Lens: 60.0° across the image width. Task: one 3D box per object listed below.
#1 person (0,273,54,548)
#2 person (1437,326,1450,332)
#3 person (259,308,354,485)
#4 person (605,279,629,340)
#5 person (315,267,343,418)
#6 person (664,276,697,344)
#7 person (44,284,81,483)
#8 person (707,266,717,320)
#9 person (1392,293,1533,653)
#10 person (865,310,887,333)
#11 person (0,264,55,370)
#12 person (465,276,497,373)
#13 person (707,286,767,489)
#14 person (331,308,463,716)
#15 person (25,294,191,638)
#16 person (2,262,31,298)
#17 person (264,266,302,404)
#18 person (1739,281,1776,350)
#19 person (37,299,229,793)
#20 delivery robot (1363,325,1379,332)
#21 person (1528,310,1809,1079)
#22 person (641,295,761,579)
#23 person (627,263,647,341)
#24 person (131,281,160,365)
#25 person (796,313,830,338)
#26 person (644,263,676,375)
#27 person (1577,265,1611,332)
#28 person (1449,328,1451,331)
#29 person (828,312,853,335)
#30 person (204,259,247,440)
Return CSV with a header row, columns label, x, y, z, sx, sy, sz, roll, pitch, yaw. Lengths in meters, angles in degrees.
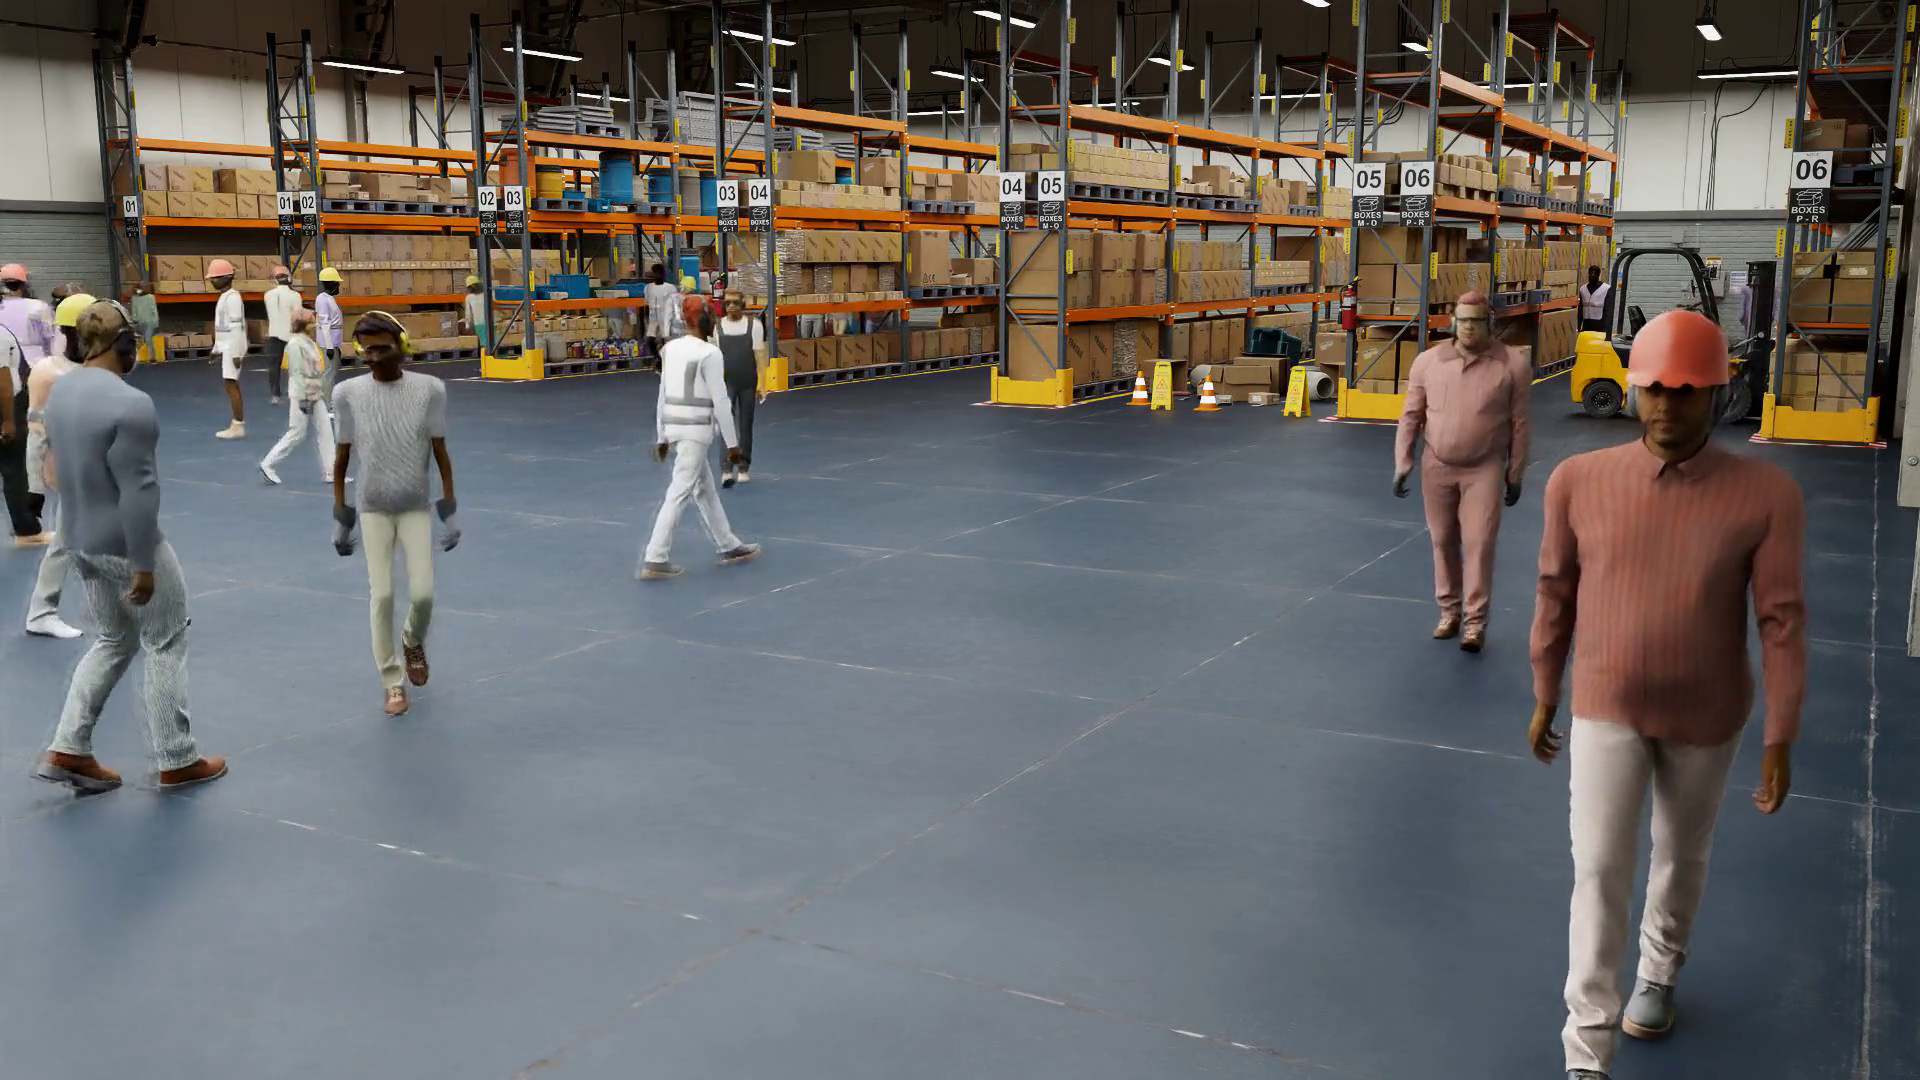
label,x,y,z,sx,sy,sz,roll,pitch,yaw
person,-6.846,-0.926,11.658,0.687,2.000,0.759,6,11,31
person,10.454,-4.828,35.788,0.543,1.609,0.586,0,10,2
person,-5.978,-1.299,15.082,0.767,1.609,0.526,0,10,-1
person,-6.855,-4.408,33.262,0.538,1.619,0.356,6,11,29
person,-8.059,-2.524,21.346,0.367,1.927,0.584,-2,10,-13
person,-4.331,-3.186,25.679,0.644,1.785,0.834,-7,12,-36
person,-8.193,-1.421,15.214,0.867,1.807,0.660,-8,13,-40
person,-5.776,-5.306,37.890,0.521,1.845,0.786,4,11,23
person,2.613,-0.346,8.761,0.652,1.877,0.831,5,11,29
person,-1.563,-4.139,31.458,0.532,1.728,0.909,4,11,23
person,-9.461,-1.774,16.751,0.610,2.008,0.983,-2,10,-11
person,-8.551,-3.841,29.656,0.534,1.716,0.764,3,10,18
person,-1.997,-1.365,14.931,0.521,1.796,0.928,-2,10,-10
person,-2.581,-0.135,7.610,0.581,1.842,0.509,-4,10,-20
person,-4.651,-0.370,8.905,1.003,1.868,0.607,1,10,3
person,-13.377,-2.969,23.796,0.558,1.982,0.619,-4,11,-24
person,-9.546,-2.919,23.655,0.627,1.917,1.085,2,10,9
person,15.698,-4.458,32.780,0.656,1.888,0.672,5,11,26
person,-3.265,0.036,6.408,0.638,1.911,0.656,6,11,31
delivery robot,9.371,-4.630,37.415,0.707,0.478,0.477,-2,10,-11
person,1.719,0.415,4.094,0.641,1.938,1.051,5,11,26
person,-1.718,-0.679,10.864,1.000,1.824,0.596,-8,13,-41
person,-6.873,-4.941,35.502,0.577,1.923,0.402,4,10,22
person,-15.463,-4.100,31.544,0.589,1.593,0.776,2,10,11
person,-2.604,-3.921,29.530,0.625,1.934,0.363,0,10,3
person,-5.233,-3.841,28.983,0.635,1.950,0.423,2,10,13
person,10.967,-3.785,28.785,0.375,1.912,0.586,-8,13,-40
person,11.284,-5.194,37.930,0.709,1.600,0.577,8,12,38
person,-2.353,-4.188,31.992,0.536,1.610,0.564,6,11,32
person,-8.332,-2.162,18.917,0.408,2.038,0.625,-6,11,-29
